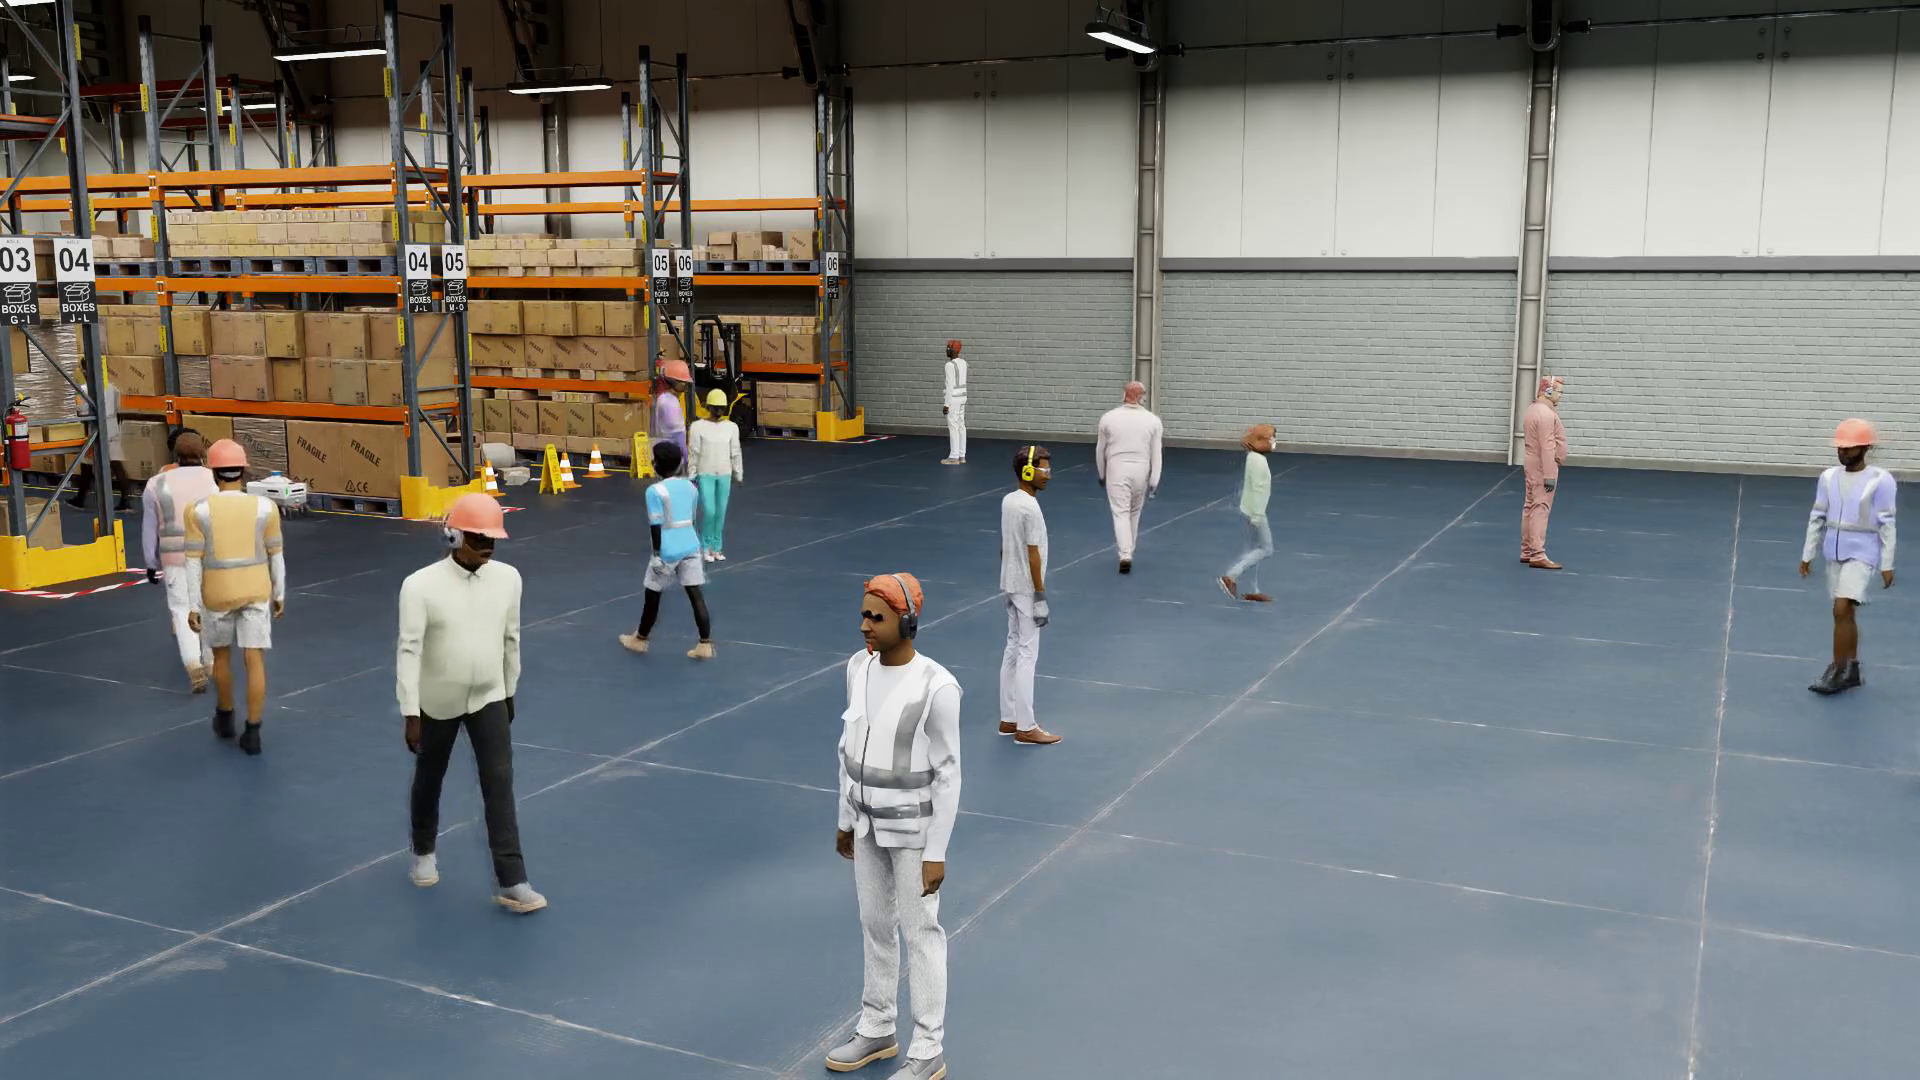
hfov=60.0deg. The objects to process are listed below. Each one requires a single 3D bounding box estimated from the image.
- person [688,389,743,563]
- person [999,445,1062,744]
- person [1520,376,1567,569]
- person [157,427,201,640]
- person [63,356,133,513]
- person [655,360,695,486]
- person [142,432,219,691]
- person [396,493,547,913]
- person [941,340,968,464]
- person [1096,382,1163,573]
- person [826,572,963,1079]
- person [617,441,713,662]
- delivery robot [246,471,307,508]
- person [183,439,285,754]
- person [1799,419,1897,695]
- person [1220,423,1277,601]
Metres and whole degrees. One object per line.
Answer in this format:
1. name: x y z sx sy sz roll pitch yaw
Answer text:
1. person: -2.437 -0.643 16.717 0.559 1.747 0.498 -6 11 -31
2. person: 0.419 0.338 10.388 0.331 1.865 0.519 -3 10 -19
3. person: 5.789 -0.673 16.471 0.407 1.902 0.639 1 9 5
4. person: -6.147 -0.050 13.268 0.541 1.696 0.315 4 10 25
5. person: -10.456 -1.276 20.123 0.991 1.905 0.647 4 10 24
6. person: -2.949 -0.864 17.319 0.503 2.011 0.606 -2 9 -11
7. person: -5.408 0.144 11.744 0.632 1.814 0.863 -5 10 -28
8. person: -2.348 0.733 7.771 0.655 1.940 0.962 -7 12 -39
9. person: -0.083 -2.083 25.161 0.352 1.884 0.579 5 10 26
10. person: 1.660 -0.622 16.330 0.633 1.859 1.005 0 9 -3
11. person: -0.240 1.047 5.982 0.355 1.882 0.576 -9 13 -44
12. person: -2.213 0.082 12.582 0.857 1.646 0.550 6 11 35
13. delivery robot: -8.102 -0.579 19.717 0.707 0.478 0.477 4 10 25
14. person: -4.500 0.325 10.320 0.577 1.904 0.860 -5 11 -29
15. person: 6.087 0.122 11.542 0.750 1.912 0.579 -4 10 -23
16. person: 2.568 -0.229 14.629 0.420 1.617 0.519 0 9 1
